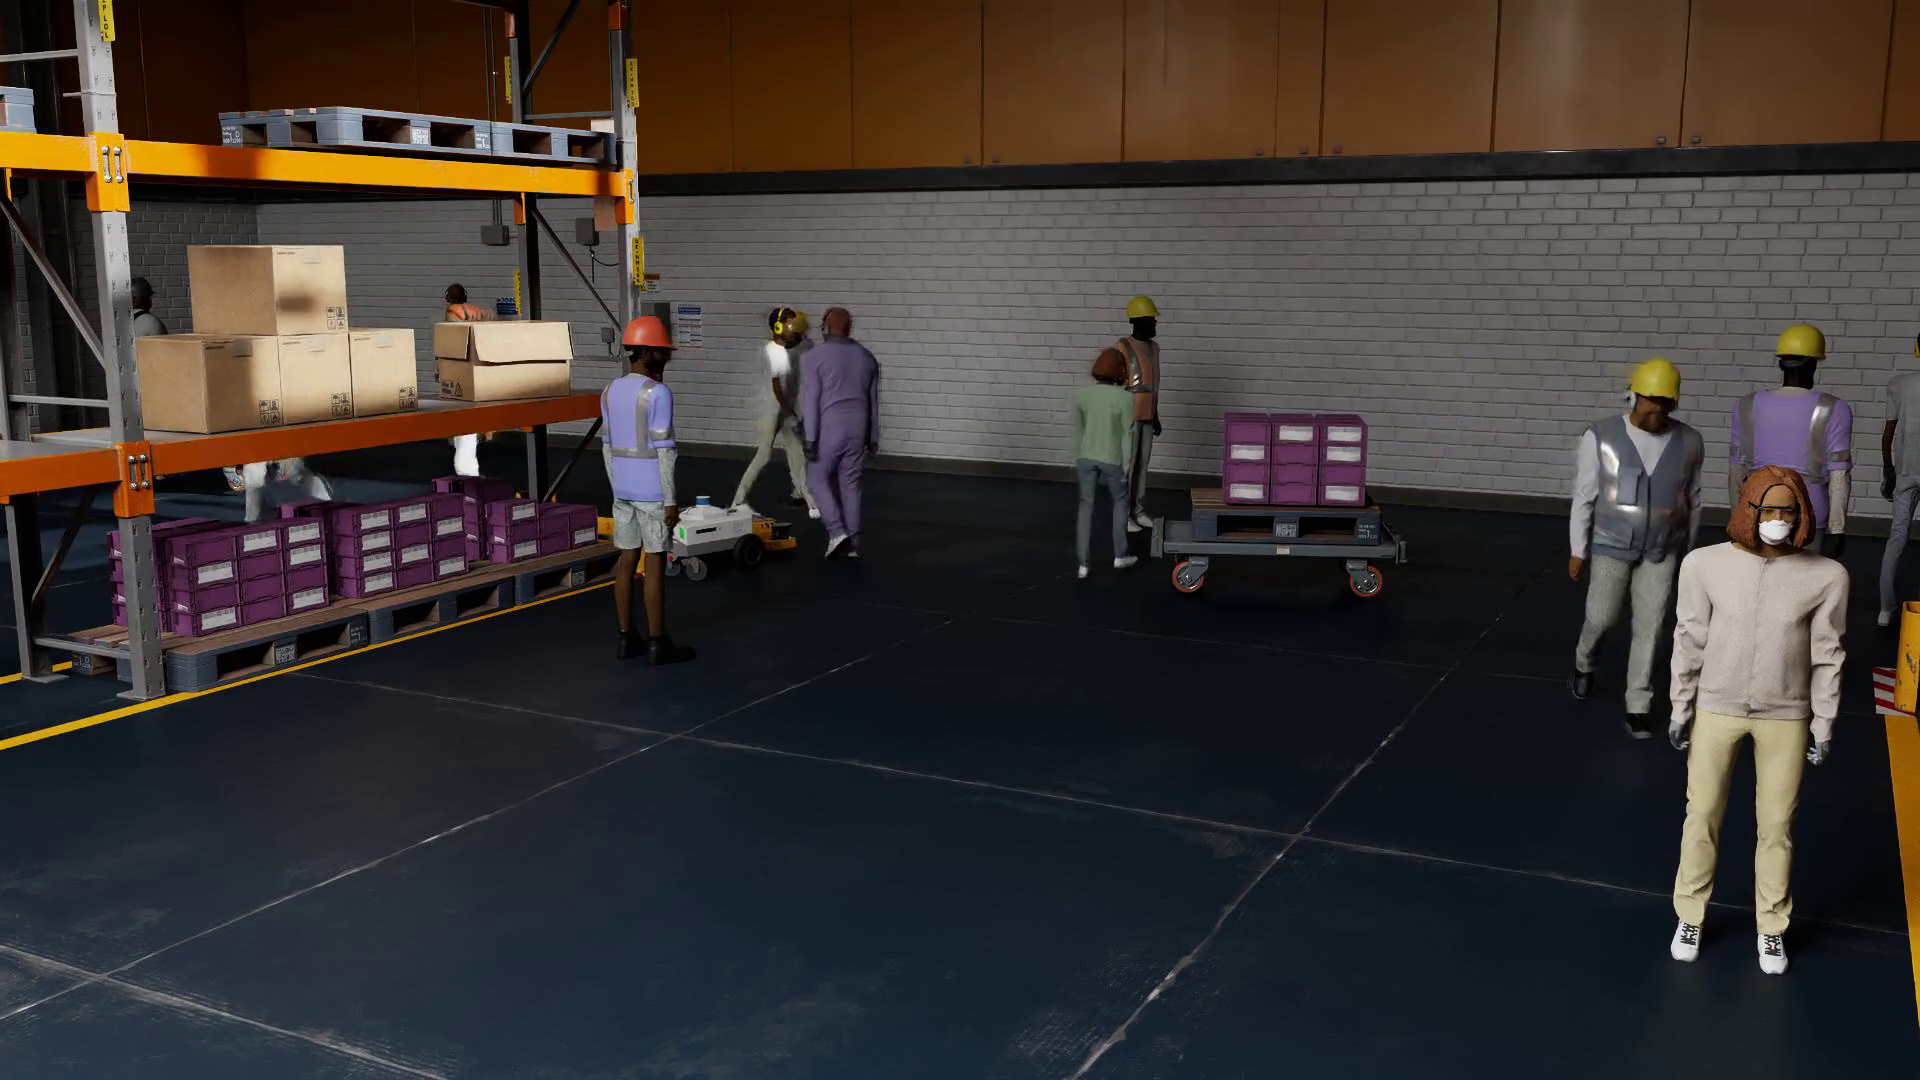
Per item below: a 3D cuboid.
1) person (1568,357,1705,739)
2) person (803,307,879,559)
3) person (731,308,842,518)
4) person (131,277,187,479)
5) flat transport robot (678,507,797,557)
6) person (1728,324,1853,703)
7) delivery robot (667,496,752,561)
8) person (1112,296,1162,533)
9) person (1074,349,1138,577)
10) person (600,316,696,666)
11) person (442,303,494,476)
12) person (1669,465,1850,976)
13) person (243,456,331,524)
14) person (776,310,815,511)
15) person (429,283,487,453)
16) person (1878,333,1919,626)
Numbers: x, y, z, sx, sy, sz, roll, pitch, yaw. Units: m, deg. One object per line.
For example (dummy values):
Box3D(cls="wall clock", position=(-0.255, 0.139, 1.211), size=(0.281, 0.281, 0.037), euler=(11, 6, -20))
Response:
Box3D(cls="person", position=(3.237, 0.007, 8.025), size=(0.607, 1.805, 0.686), euler=(1, 10, 8))
Box3D(cls="person", position=(-0.896, -0.788, 12.400), size=(0.673, 1.882, 0.420), euler=(-7, 12, -35))
Box3D(cls="person", position=(-1.546, -1.069, 14.223), size=(0.966, 1.818, 0.520), euler=(2, 10, 14))
Box3D(cls="person", position=(-8.199, -1.635, 16.838), size=(0.687, 2.000, 0.538), euler=(4, 11, 23))
Box3D(cls="flat transport robot", position=(-1.961, -0.086, 12.992), size=(0.652, 0.197, 1.431), euler=(-9, 13, -41))
Box3D(cls="person", position=(4.196, -0.127, 8.438), size=(0.364, 1.928, 0.587), euler=(-10, 14, -44))
Box3D(cls="delivery robot", position=(-1.819, -0.071, 11.813), size=(0.477, 0.478, 0.707), euler=(8, 13, 40))
Box3D(cls="person", position=(1.468, -1.035, 13.683), size=(0.355, 1.930, 0.593), euler=(8, 12, 38))
Box3D(cls="person", position=(1.044, -0.554, 11.853), size=(0.523, 1.601, 0.729), euler=(5, 11, 26))
Box3D(cls="person", position=(-1.748, -0.273, 9.264), size=(0.547, 1.934, 0.376), euler=(8, 13, 40))
Box3D(cls="person", position=(-4.024, -0.970, 13.472), size=(0.603, 1.871, 0.435), euler=(8, 13, 40))
Box3D(cls="person", position=(2.521, 0.568, 5.293), size=(0.496, 1.629, 0.277), euler=(4, 11, 22))
Box3D(cls="person", position=(-5.302, -0.898, 12.994), size=(0.639, 1.903, 0.968), euler=(6, 12, 32))
Box3D(cls="person", position=(-1.401, -1.155, 14.797), size=(0.596, 1.782, 0.625), euler=(-2, 10, -12))
Box3D(cls="person", position=(-5.711, -1.960, 19.020), size=(0.629, 1.940, 0.373), euler=(-2, 10, -12))
Box3D(cls="person", position=(5.829, -0.376, 10.048), size=(0.328, 1.872, 0.513), euler=(-7, 12, -33))
